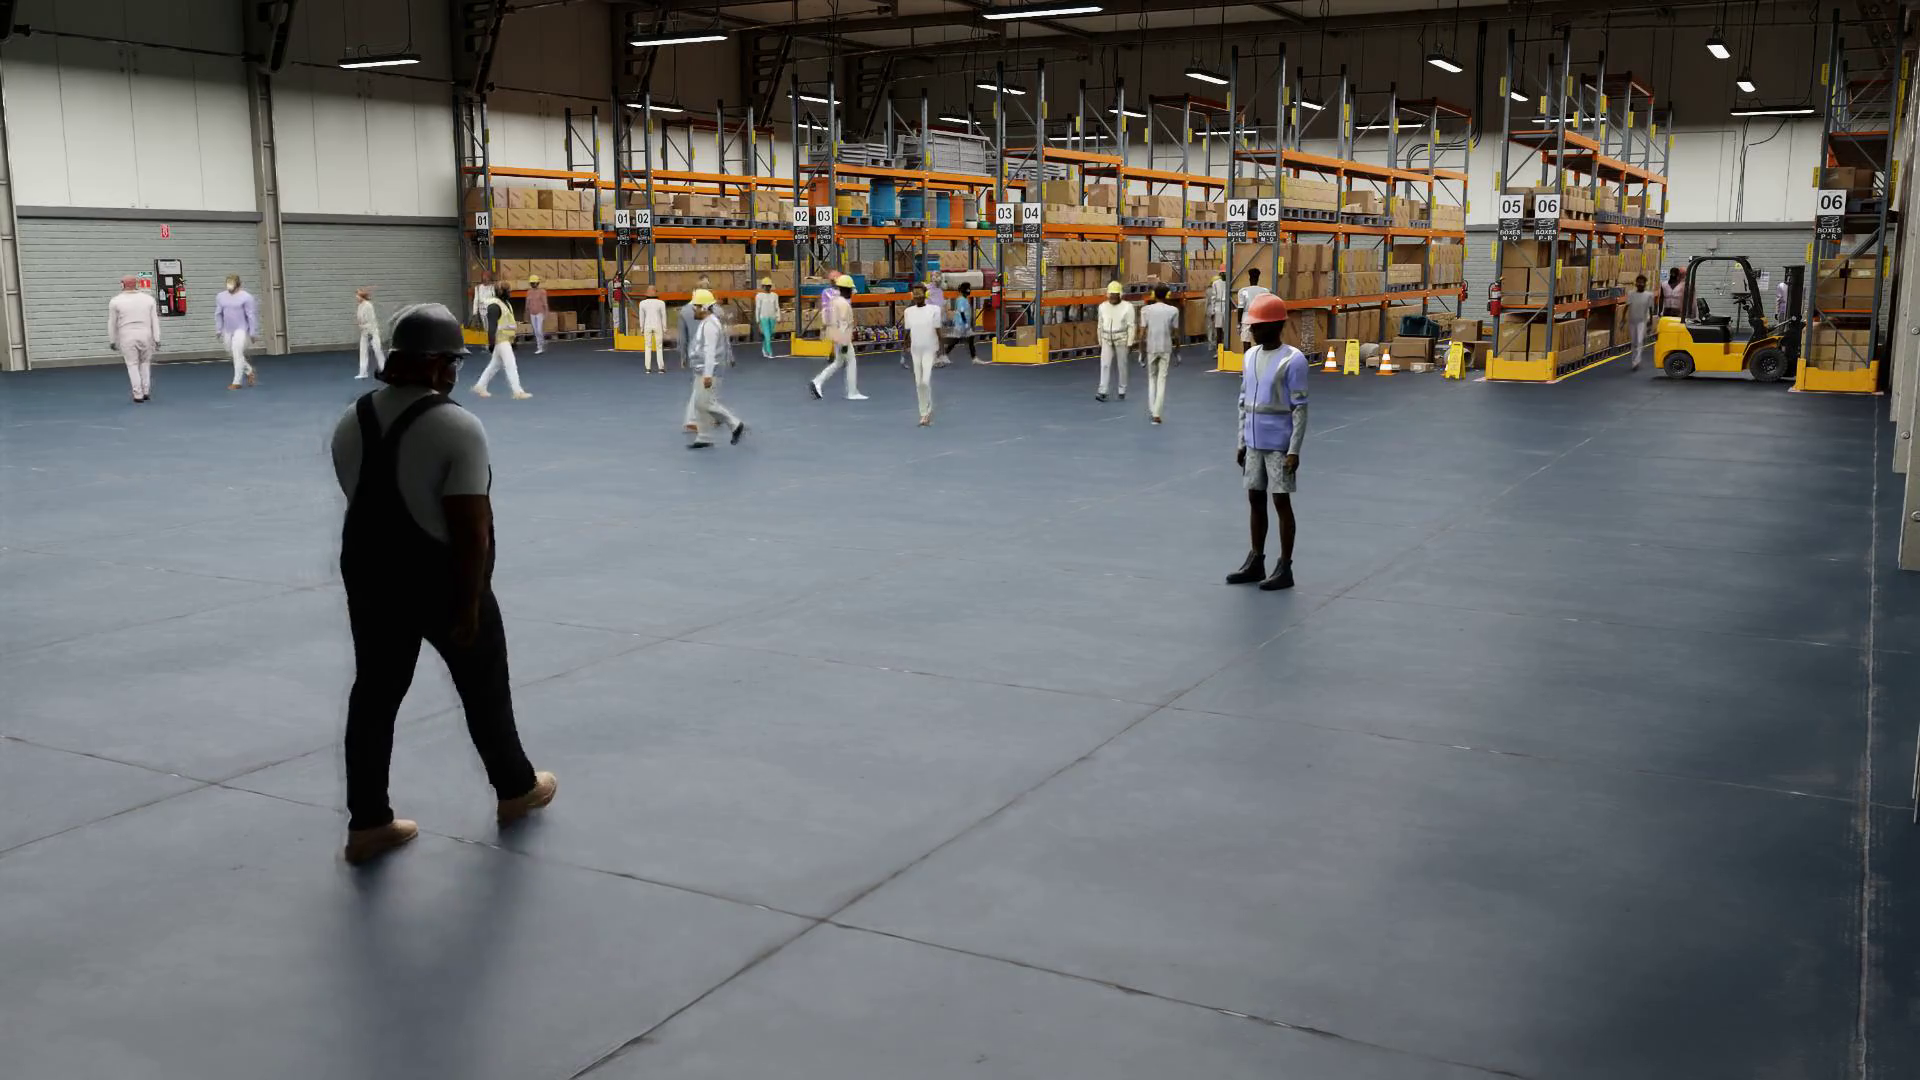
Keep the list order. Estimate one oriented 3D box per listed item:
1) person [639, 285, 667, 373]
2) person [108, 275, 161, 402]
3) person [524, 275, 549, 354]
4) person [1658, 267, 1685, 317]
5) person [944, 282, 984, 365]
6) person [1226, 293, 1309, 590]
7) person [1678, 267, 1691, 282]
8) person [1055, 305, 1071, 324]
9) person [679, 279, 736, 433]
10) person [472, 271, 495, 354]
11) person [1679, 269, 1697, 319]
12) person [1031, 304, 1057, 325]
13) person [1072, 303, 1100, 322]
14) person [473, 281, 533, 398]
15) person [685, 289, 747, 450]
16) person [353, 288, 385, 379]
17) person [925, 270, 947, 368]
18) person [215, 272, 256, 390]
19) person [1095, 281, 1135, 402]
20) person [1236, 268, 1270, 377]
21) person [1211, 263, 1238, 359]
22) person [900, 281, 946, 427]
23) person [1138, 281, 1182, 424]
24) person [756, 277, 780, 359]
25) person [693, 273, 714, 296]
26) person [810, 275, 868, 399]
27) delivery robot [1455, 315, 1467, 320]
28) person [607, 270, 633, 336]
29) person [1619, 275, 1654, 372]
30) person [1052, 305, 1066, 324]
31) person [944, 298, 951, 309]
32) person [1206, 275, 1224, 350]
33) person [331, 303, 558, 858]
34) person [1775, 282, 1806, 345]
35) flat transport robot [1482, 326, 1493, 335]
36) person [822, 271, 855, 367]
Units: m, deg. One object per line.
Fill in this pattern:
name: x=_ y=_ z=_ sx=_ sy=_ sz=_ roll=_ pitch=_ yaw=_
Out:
person: x=-5.715 y=-3.927 z=31.010 sx=0.507 sy=1.636 sz=0.277 roll=0 pitch=10 yaw=1
person: x=-12.404 y=-3.012 z=24.926 sx=0.680 sy=1.876 sz=0.814 roll=-8 pitch=12 yaw=-38
person: x=-9.449 y=-5.004 z=36.970 sx=0.557 sy=1.746 sz=0.588 roll=4 pitch=10 yaw=21
person: x=16.371 y=-5.297 z=38.215 sx=0.597 sy=1.915 sz=0.369 roll=6 pitch=11 yaw=32
person: x=0.021 y=-4.343 z=33.387 sx=0.869 sy=1.659 sz=0.531 roll=3 pitch=10 yaw=18
person: x=2.010 y=-0.638 z=10.887 sx=0.374 sy=1.934 sz=0.548 roll=-7 pitch=12 yaw=-34
person: x=18.142 y=-5.917 z=41.860 sx=0.552 sy=1.917 sz=0.690 roll=5 pitch=11 yaw=28
person: x=2.633 y=-6.123 z=42.950 sx=0.614 sy=1.964 sz=0.947 roll=4 pitch=11 yaw=23
person: x=-3.149 y=-2.286 z=20.704 sx=0.639 sy=1.886 sz=1.033 roll=6 pitch=12 yaw=33
person: x=-10.567 y=-5.103 z=37.315 sx=0.579 sy=1.847 sz=0.950 roll=2 pitch=10 yaw=14
person: x=16.575 y=-5.273 z=38.196 sx=0.729 sy=1.880 sz=0.653 roll=-7 pitch=12 yaw=-34
person: x=1.889 y=-5.185 z=37.531 sx=0.625 sy=1.934 sz=0.364 roll=0 pitch=10 yaw=0
person: x=3.071 y=-5.705 z=40.428 sx=0.796 sy=2.002 sz=0.377 roll=-3 pitch=10 yaw=-16
person: x=-7.073 y=-3.064 z=25.484 sx=0.926 sy=1.811 sz=0.650 roll=0 pitch=10 yaw=1
person: x=-2.759 y=-1.892 z=18.578 sx=0.605 sy=1.815 sz=0.601 roll=-2 pitch=10 yaw=-14
person: x=-10.511 y=-3.663 z=29.606 sx=0.573 sy=1.607 sz=0.530 roll=-9 pitch=13 yaw=-43
person: x=-0.466 y=-4.332 z=32.648 sx=0.443 sy=1.893 sz=0.674 roll=5 pitch=11 yaw=26
person: x=-11.844 y=-3.429 z=27.298 sx=0.634 sy=1.919 sz=0.829 roll=2 pitch=10 yaw=12
person: x=2.294 y=-2.948 z=24.806 sx=0.618 sy=1.785 sz=0.892 roll=4 pitch=11 yaw=23
person: x=5.266 y=-3.900 z=29.892 sx=0.613 sy=1.963 sz=0.362 roll=-1 pitch=10 yaw=-5
person: x=5.580 y=-4.826 z=35.127 sx=0.606 sy=2.035 sz=0.403 roll=6 pitch=11 yaw=31
person: x=-0.508 y=-2.361 z=21.203 sx=0.570 sy=1.850 sz=0.618 roll=4 pitch=10 yaw=22
person: x=2.634 y=-2.451 z=21.756 sx=0.540 sy=1.838 sz=0.788 roll=3 pitch=10 yaw=15
person: x=-4.114 y=-4.735 z=35.430 sx=0.531 sy=1.739 sz=0.737 roll=-6 pitch=11 yaw=-31
person: x=-5.421 y=-4.708 z=35.067 sx=0.520 sy=1.819 sz=0.866 roll=-8 pitch=13 yaw=-40
person: x=-1.840 y=-3.062 z=25.191 sx=0.806 sy=1.902 sz=0.595 roll=-3 pitch=10 yaw=-18
delivery robot: x=13.634 y=-5.936 z=45.665 sx=0.707 sy=0.478 sz=0.477 roll=-2 pitch=10 yaw=-10
person: x=-8.480 y=-5.843 z=41.635 sx=0.634 sy=1.841 sz=0.429 roll=1 pitch=10 yaw=5
person: x=12.812 y=-4.095 z=31.487 sx=0.534 sy=1.816 sz=0.997 roll=7 pitch=12 yaw=35
person: x=2.370 y=-5.552 z=40.537 sx=0.504 sy=1.631 sz=0.280 roll=8 pitch=13 yaw=40
person: x=-0.385 y=-7.856 z=53.400 sx=0.542 sy=1.851 sz=0.607 roll=-3 pitch=10 yaw=-17
person: x=5.905 y=-5.245 z=38.480 sx=0.503 sy=1.728 sz=0.493 roll=6 pitch=11 yaw=31
person: x=-1.949 y=0.109 z=6.201 sx=0.700 sy=2.000 sz=0.947 roll=4 pitch=10 yaw=21
person: x=18.425 y=-5.078 z=36.936 sx=0.585 sy=1.921 sz=0.392 roll=5 pitch=11 yaw=28
flat transport robot: x=14.376 y=-5.784 z=45.875 sx=0.652 sy=0.197 sz=1.431 roll=0 pitch=10 yaw=2
person: x=-2.447 y=-4.351 z=32.798 sx=0.563 sy=1.894 sz=1.013 roll=-6 pitch=11 yaw=-30
